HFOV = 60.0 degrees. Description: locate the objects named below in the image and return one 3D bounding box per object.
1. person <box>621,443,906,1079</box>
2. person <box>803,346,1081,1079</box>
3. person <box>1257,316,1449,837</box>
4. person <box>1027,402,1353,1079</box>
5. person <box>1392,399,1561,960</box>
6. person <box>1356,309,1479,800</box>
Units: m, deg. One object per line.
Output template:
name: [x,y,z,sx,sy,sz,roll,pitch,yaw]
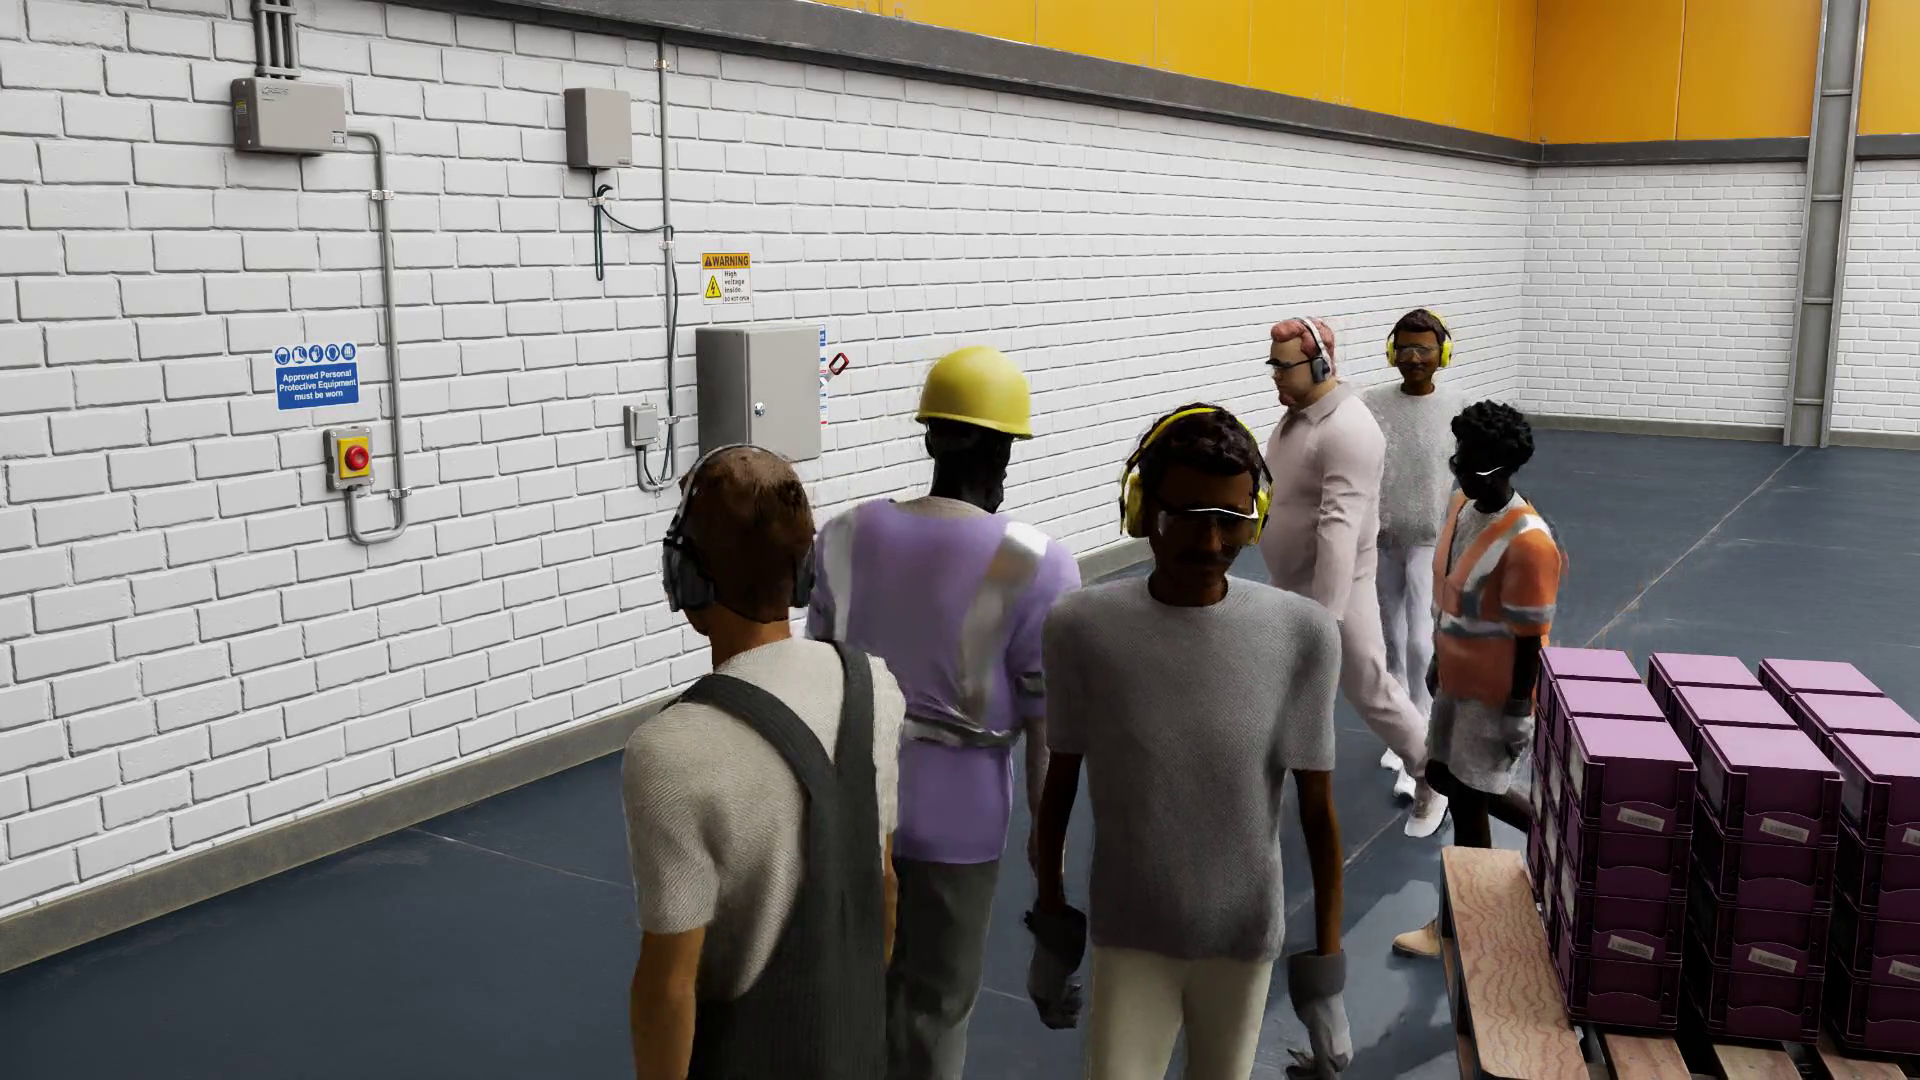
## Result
person: [-0.236,0.782,2.335,0.627,1.830,0.539,7,12,35]
person: [-0.049,0.560,3.408,0.616,1.885,0.610,6,12,28]
person: [1.325,0.154,5.771,0.966,1.862,0.650,-3,11,-14]
person: [0.365,0.703,2.736,0.508,1.837,0.577,0,10,2]
person: [1.587,0.414,4.779,0.560,1.665,0.580,-1,10,-5]
person: [1.679,0.049,6.368,0.521,1.838,0.852,5,11,26]
